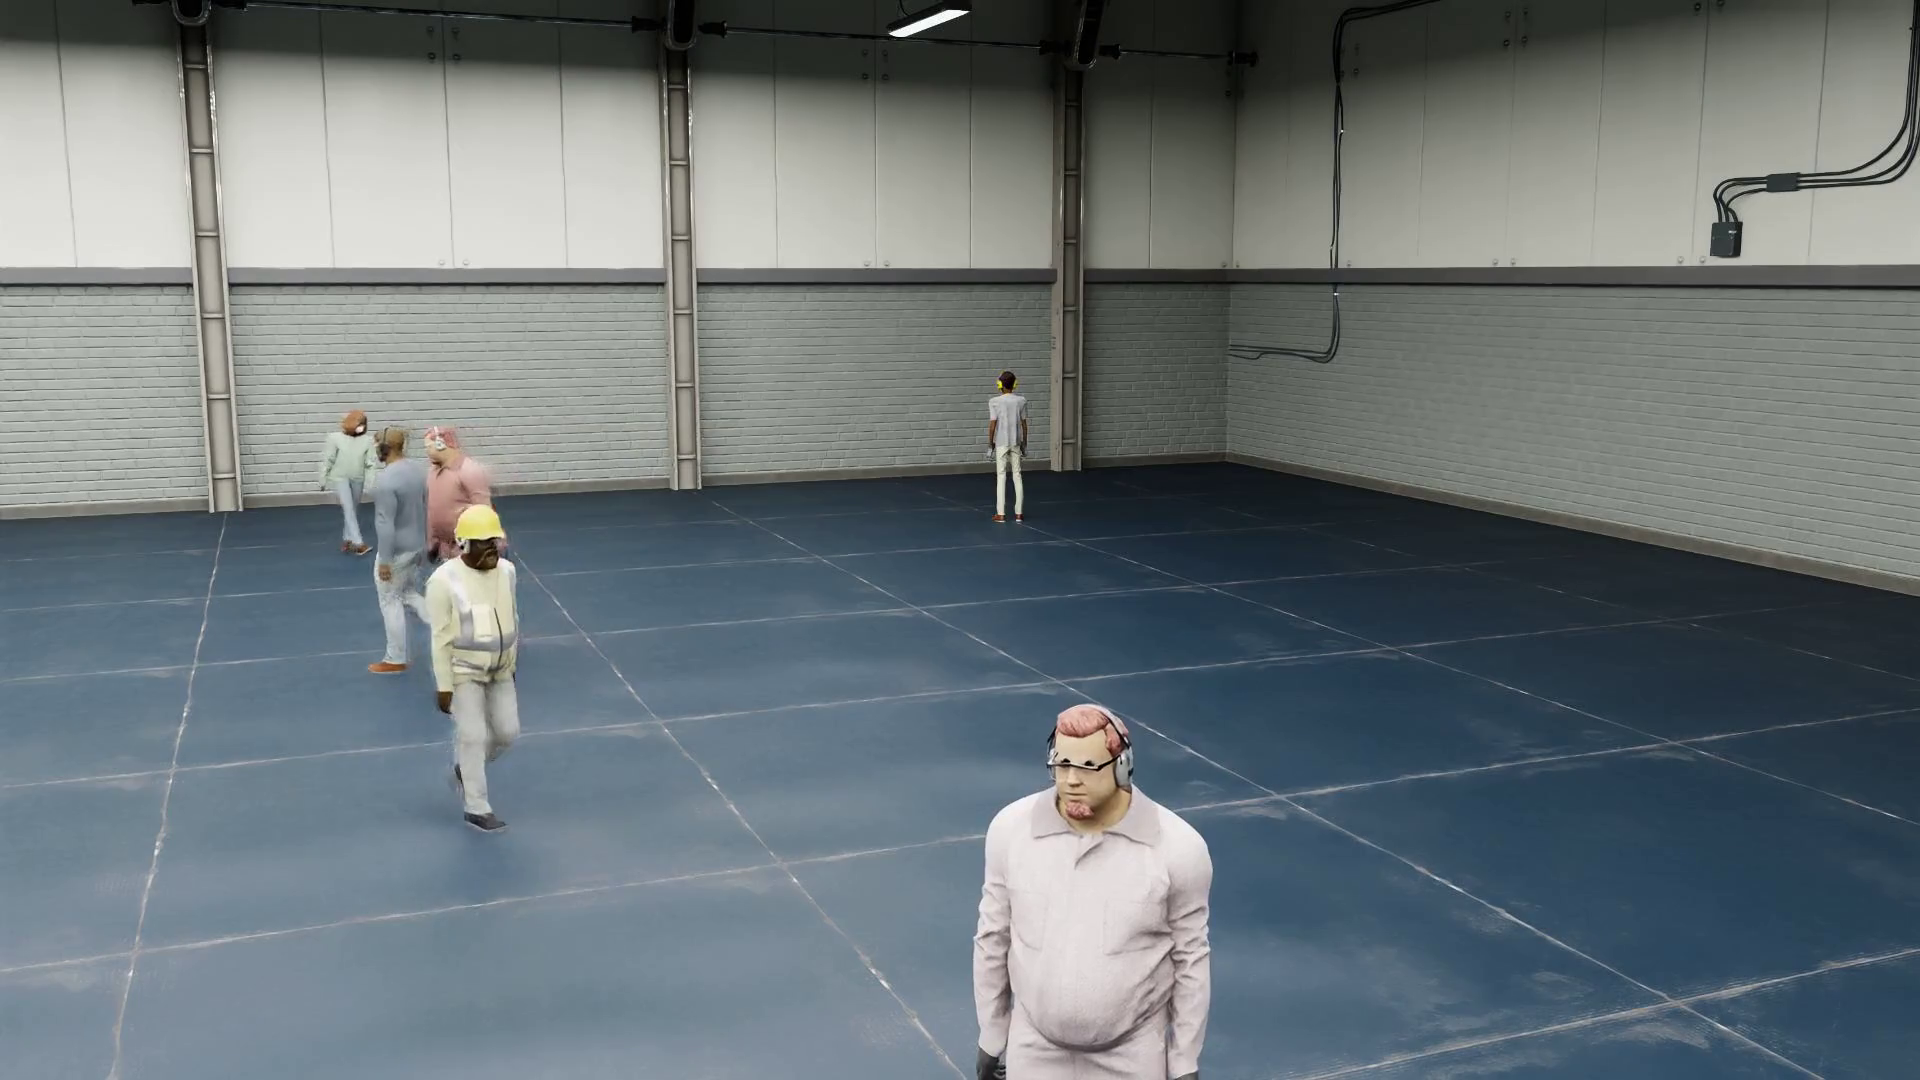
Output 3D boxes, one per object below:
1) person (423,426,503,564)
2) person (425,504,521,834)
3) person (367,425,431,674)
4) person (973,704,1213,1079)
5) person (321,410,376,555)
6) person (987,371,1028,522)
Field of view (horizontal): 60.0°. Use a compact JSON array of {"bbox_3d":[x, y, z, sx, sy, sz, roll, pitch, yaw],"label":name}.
[{"bbox_3d":[-3.925,0.028,13.092,0.501,1.867,0.668,-9,13,-44],"label":"person"},{"bbox_3d":[-2.658,0.695,9.082,0.527,1.814,0.609,6,11,35],"label":"person"},{"bbox_3d":[-4.177,0.085,12.567,0.640,1.918,0.641,1,9,6],"label":"person"},{"bbox_3d":[0.345,1.379,4.519,0.658,1.914,0.414,3,9,17],"label":"person"},{"bbox_3d":[-6.629,-0.624,18.070,0.552,1.571,0.851,-7,11,-37],"label":"person"},{"bbox_3d":[0.588,-1.147,20.475,0.508,1.865,0.329,-2,9,-14],"label":"person"}]
